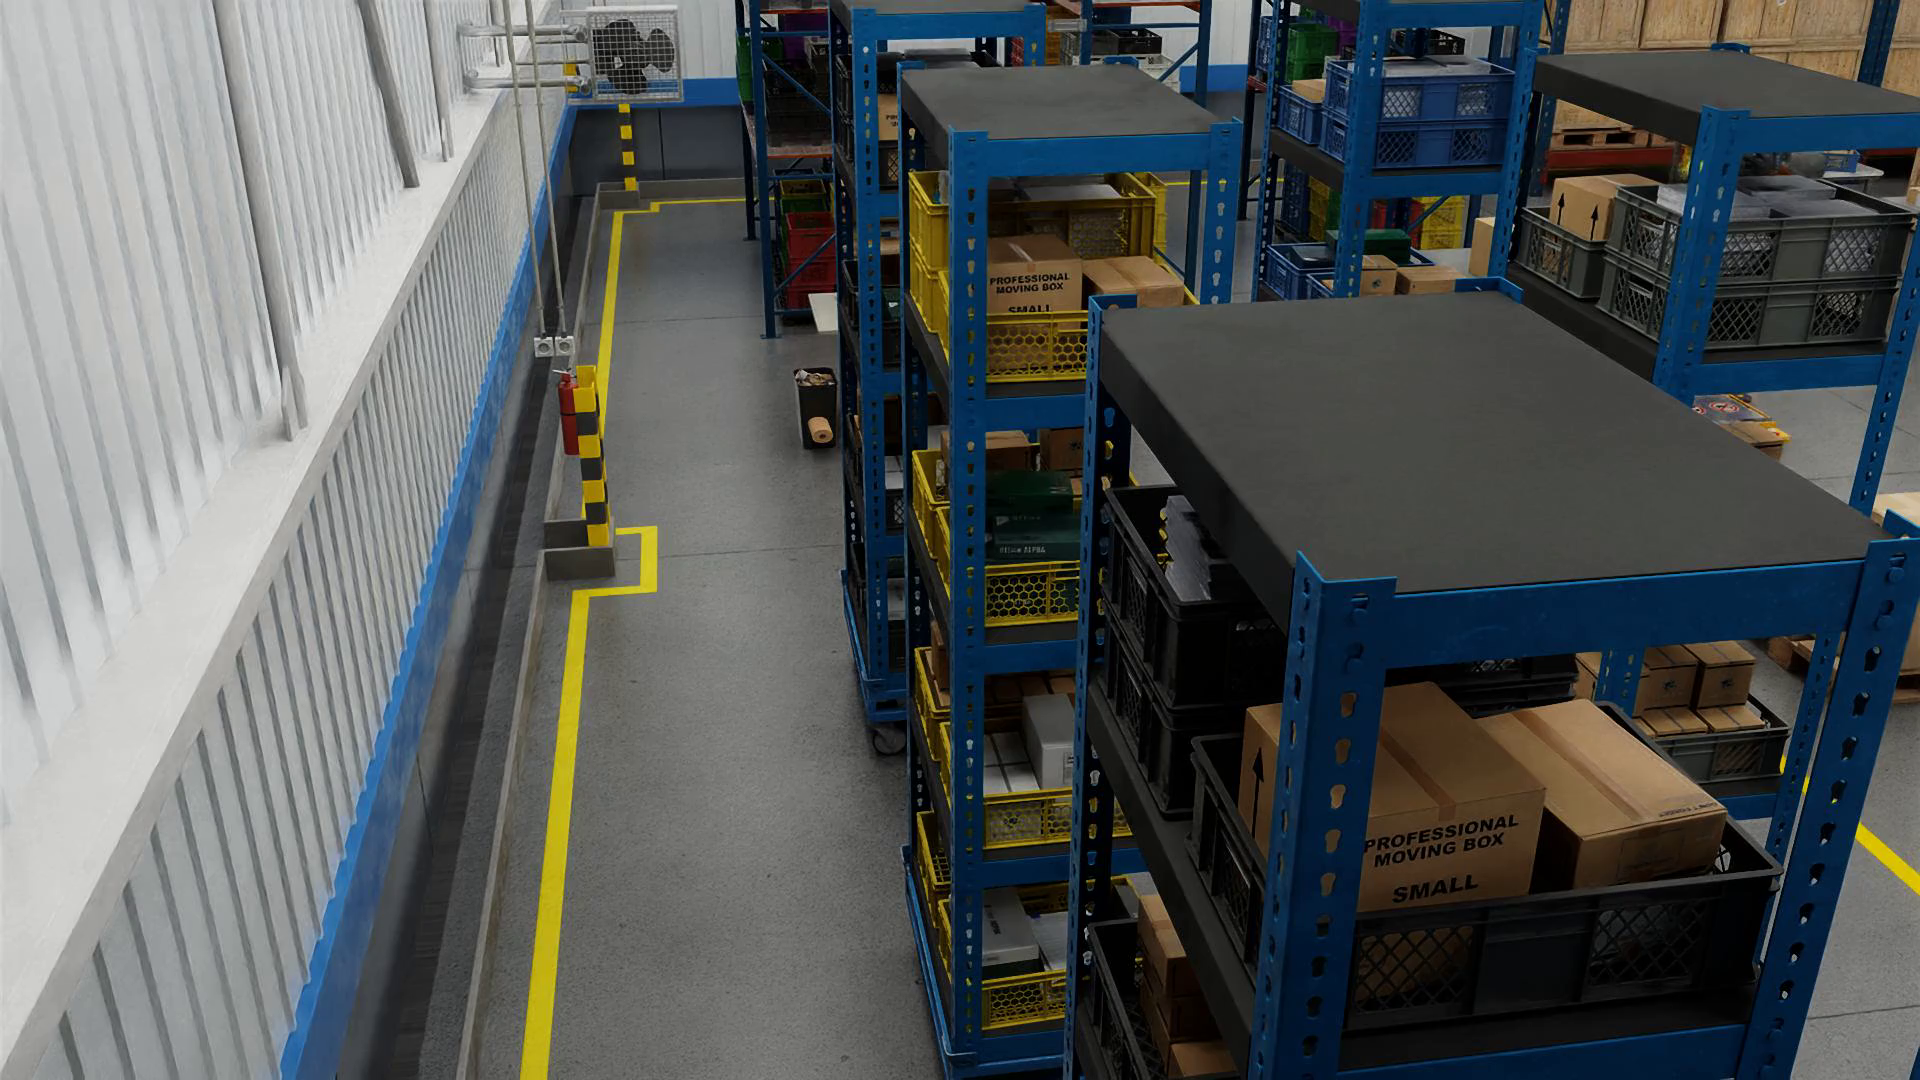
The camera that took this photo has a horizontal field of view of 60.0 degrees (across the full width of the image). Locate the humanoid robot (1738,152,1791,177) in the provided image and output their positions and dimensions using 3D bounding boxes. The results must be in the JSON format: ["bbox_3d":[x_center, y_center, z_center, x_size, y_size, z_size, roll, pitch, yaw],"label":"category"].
[{"bbox_3d":[7.207,-2.949,15.030,0.594,1.649,0.364,-4,25,-9],"label":"humanoid robot"}]

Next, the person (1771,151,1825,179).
[{"bbox_3d":[5.996,-1.969,12.460,0.729,2.000,0.629,0,25,-1],"label":"person"}]

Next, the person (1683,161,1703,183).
[{"bbox_3d":[5.733,-2.177,13.302,0.920,1.702,0.529,2,25,4],"label":"person"}]

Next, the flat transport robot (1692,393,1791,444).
[{"bbox_3d":[5.224,-0.859,12.132,1.431,0.197,0.652,-4,25,-8],"label":"flat transport robot"}]
